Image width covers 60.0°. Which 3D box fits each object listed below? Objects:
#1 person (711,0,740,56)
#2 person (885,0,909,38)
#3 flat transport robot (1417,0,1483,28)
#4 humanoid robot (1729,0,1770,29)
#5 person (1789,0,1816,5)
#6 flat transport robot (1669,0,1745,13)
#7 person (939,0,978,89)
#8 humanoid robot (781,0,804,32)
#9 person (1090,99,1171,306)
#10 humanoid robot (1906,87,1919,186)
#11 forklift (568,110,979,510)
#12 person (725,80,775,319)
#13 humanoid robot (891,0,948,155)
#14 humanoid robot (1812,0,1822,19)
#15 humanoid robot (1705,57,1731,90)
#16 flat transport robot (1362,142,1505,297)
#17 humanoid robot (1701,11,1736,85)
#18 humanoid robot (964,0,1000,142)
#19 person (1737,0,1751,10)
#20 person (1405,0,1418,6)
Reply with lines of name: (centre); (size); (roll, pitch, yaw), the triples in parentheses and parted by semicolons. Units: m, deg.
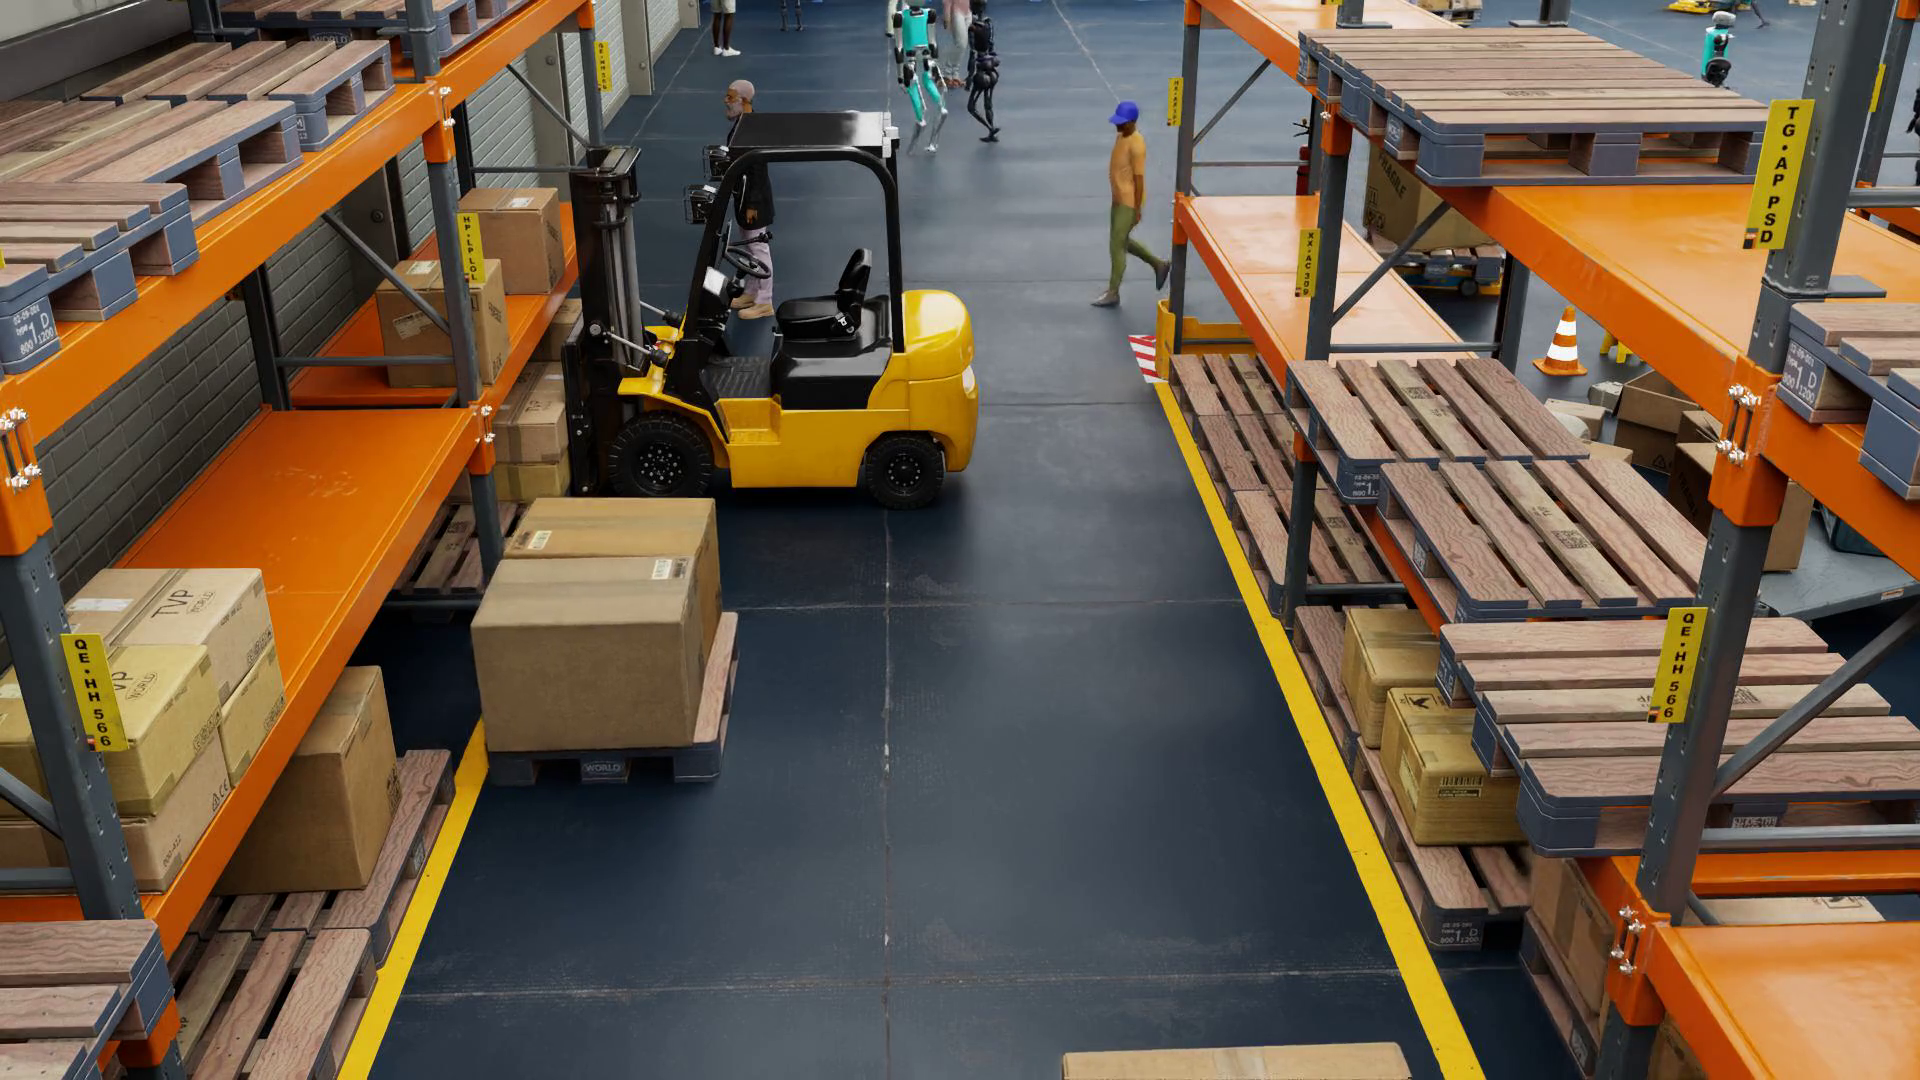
person: (-3.557, -8.181, 24.735); (0.559, 1.889, 0.360); (17, 30, 31)
person: (-0.983, -8.867, 26.387); (0.651, 1.707, 0.432); (-2, 25, -5)
flat transport robot: (7.689, -8.370, 27.028); (0.659, 0.231, 1.431); (-5, 26, -10)
humanoid robot: (12.966, -9.194, 27.181); (0.767, 1.640, 0.601); (15, 29, 29)
person: (15.228, -10.564, 29.777); (0.401, 1.893, 0.525); (-9, 27, -17)
flat transport robot: (13.287, -9.511, 29.445); (1.431, 0.231, 0.659); (-16, 30, -30)
person: (0.017, -7.012, 22.237); (0.476, 1.909, 0.650); (16, 30, 30)
humanoid robot: (-2.786, -9.120, 26.951); (0.599, 1.657, 0.315); (-1, 25, -2)
person: (1.410, -2.711, 13.376); (0.647, 1.681, 0.453); (-6, 26, -13)
humanoid robot: (9.767, -4.196, 16.541); (0.589, 1.643, 0.519); (23, 34, 40)
forklift: (-1.043, -1.379, 9.976); (2.313, 2.155, 1.214); (-1, 25, -2)
person: (-1.658, -2.689, 13.141); (0.406, 1.856, 0.528); (-8, 27, -17)
humanoid robot: (-0.378, -5.070, 18.342); (0.541, 1.797, 0.811); (-14, 29, -27)
humanoid robot: (14.711, -9.590, 27.996); (0.556, 1.847, 0.816); (4, 26, 9)
humanoid robot: (6.775, -3.566, 15.198); (0.588, 1.653, 0.329); (-20, 32, -35)
flat transport robot: (3.971, -2.287, 14.148); (1.431, 0.231, 0.659); (4, 26, 9)
humanoid robot: (7.898, -4.514, 17.085); (0.678, 1.752, 0.545); (5, 26, 11)
humanoid robot: (0.305, -5.387, 19.056); (0.406, 1.637, 0.591); (13, 28, 25)
person: (13.919, -10.326, 29.245); (0.365, 1.916, 0.491); (4, 26, 9)
person: (6.869, -8.481, 25.432); (0.563, 1.837, 0.382); (-22, 33, -38)
